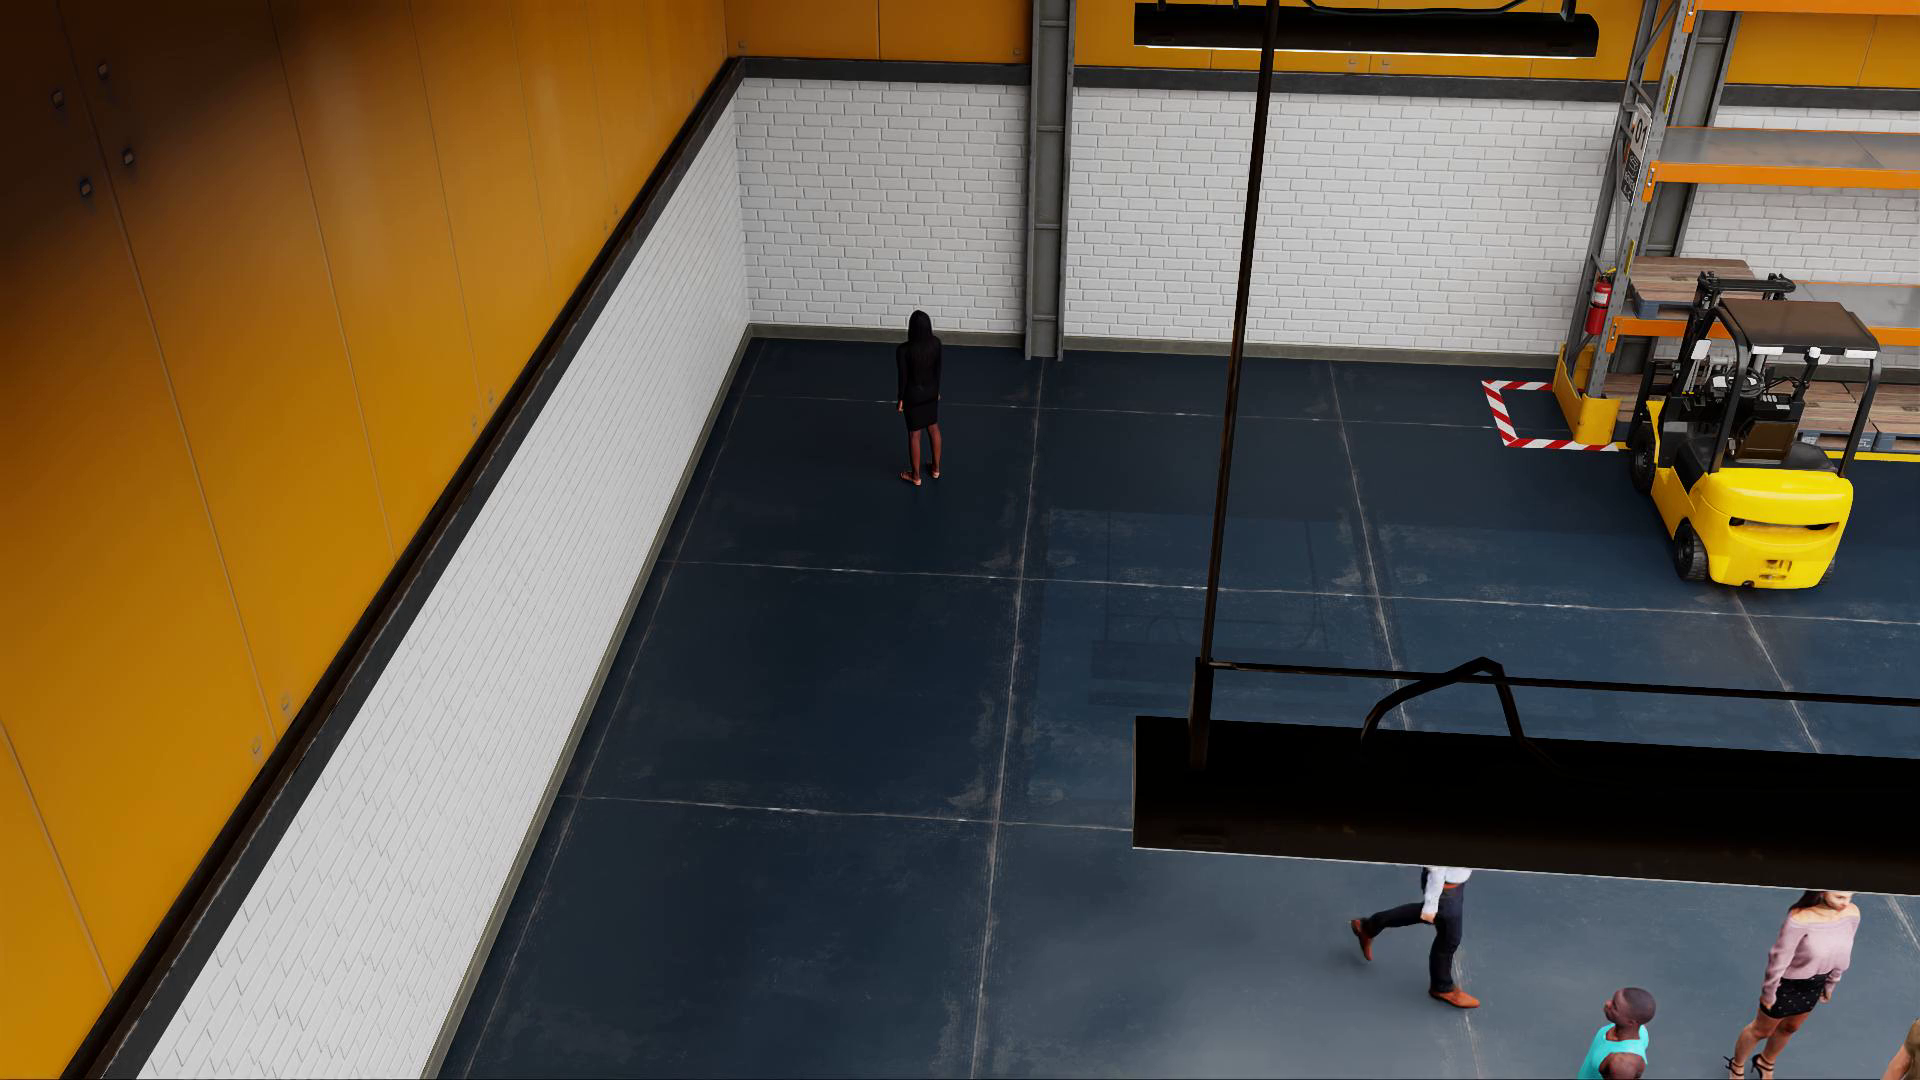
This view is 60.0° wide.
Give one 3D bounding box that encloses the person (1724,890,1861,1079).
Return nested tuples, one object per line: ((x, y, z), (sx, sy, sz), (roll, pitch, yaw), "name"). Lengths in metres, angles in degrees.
((4.659, 2.481, 9.304), (0.572, 1.810, 0.736), (-6, 34, -10), "person")

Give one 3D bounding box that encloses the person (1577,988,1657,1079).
((3.318, 2.970, 8.572), (0.624, 1.806, 0.651), (13, 36, 19), "person")

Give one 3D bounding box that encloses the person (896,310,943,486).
((-0.361, -1.308, 15.085), (0.653, 1.720, 0.743), (-20, 38, -27), "person")
